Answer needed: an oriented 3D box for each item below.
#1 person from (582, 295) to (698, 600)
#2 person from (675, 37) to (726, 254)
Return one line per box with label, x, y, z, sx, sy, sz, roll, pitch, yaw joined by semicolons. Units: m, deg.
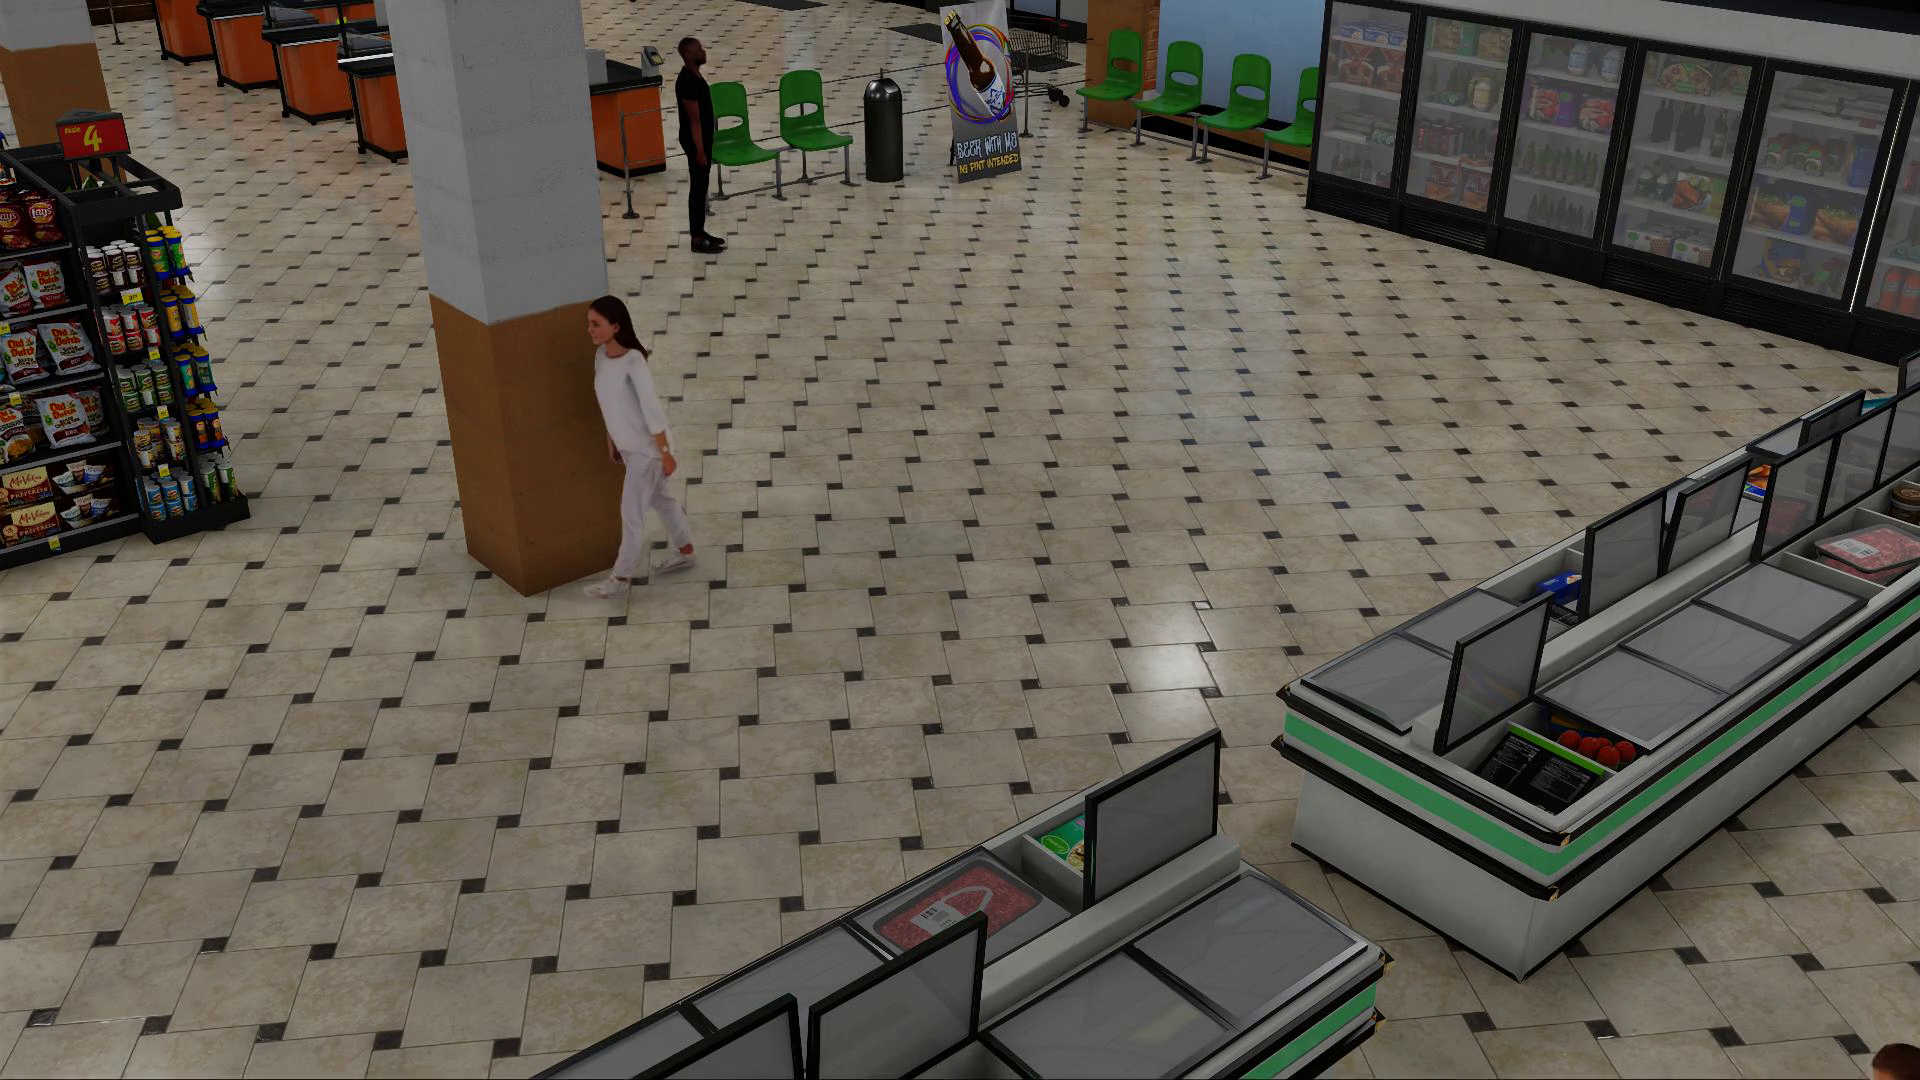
person;-1.637;-0.507;8.833;0.962;1.647;0.599;-21;34;-35
person;-2.272;-3.409;14.364;0.773;1.819;0.751;-2;27;-3
